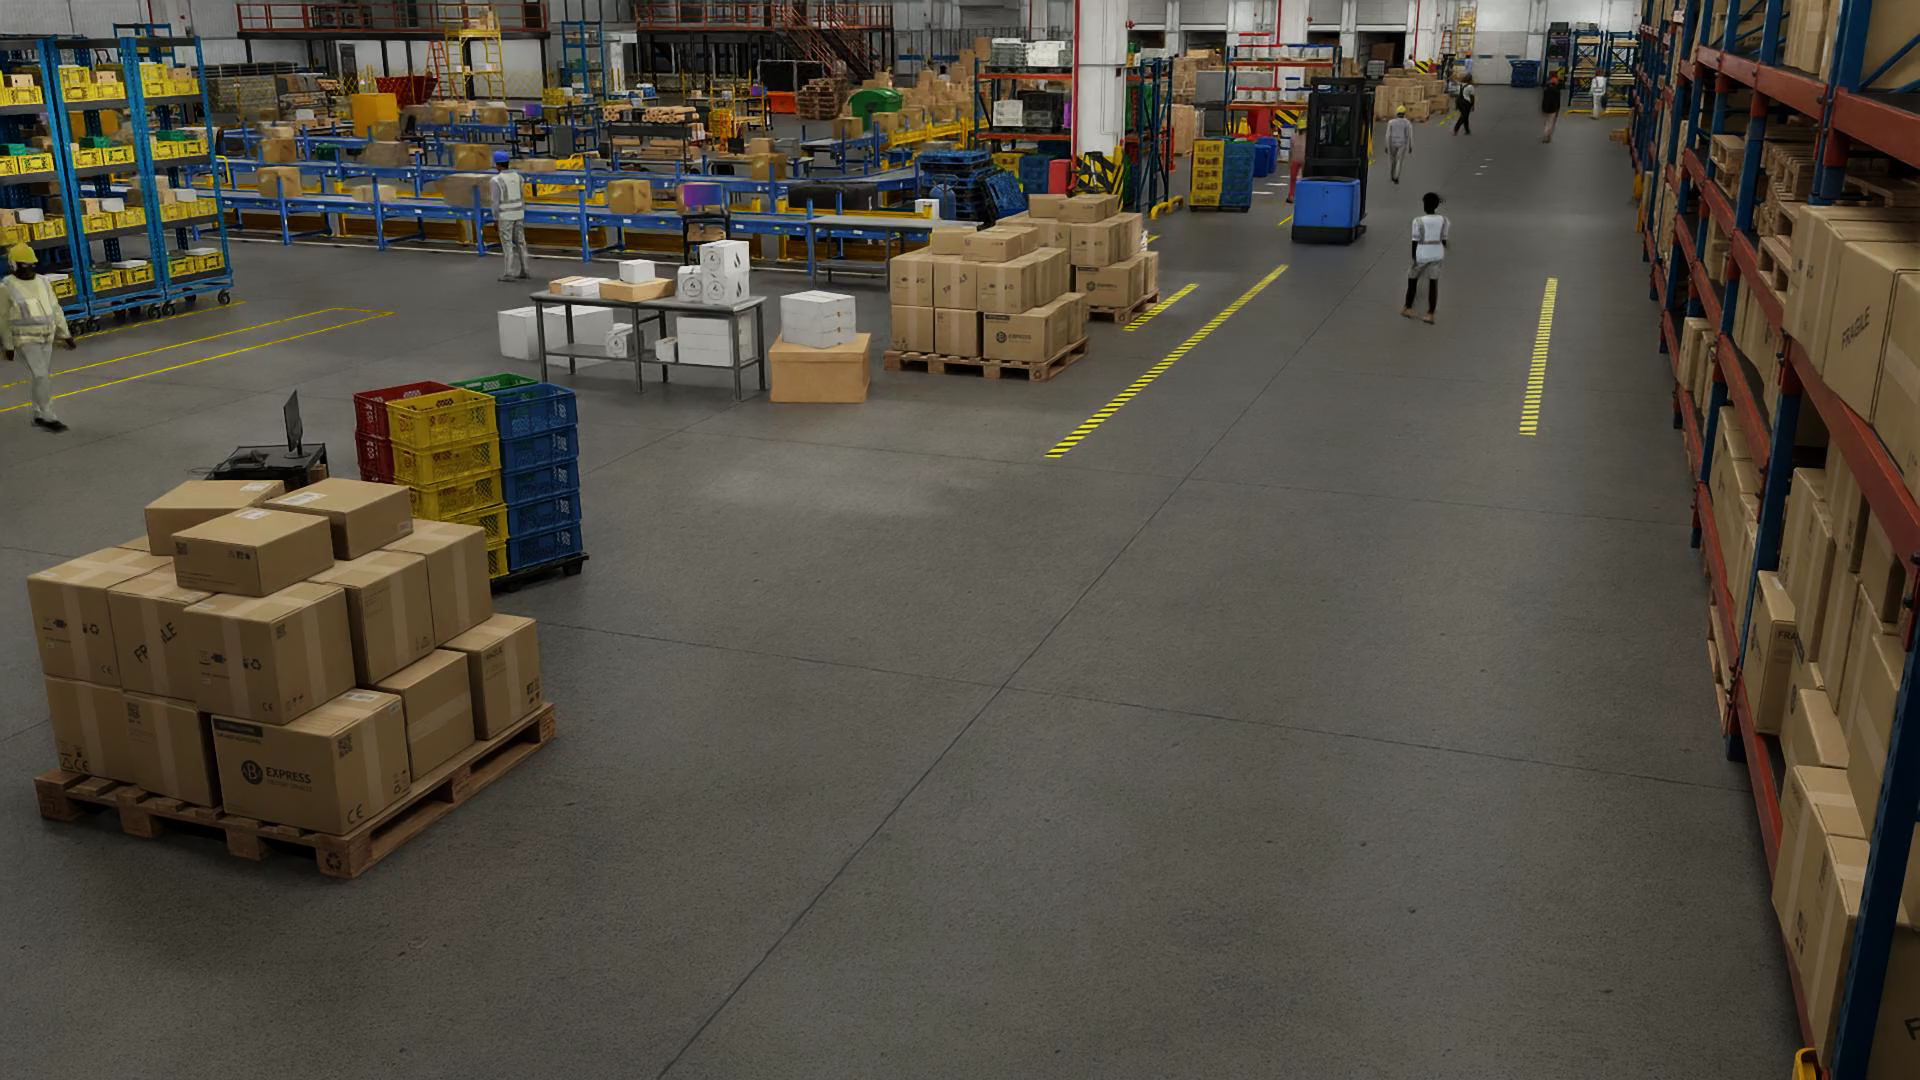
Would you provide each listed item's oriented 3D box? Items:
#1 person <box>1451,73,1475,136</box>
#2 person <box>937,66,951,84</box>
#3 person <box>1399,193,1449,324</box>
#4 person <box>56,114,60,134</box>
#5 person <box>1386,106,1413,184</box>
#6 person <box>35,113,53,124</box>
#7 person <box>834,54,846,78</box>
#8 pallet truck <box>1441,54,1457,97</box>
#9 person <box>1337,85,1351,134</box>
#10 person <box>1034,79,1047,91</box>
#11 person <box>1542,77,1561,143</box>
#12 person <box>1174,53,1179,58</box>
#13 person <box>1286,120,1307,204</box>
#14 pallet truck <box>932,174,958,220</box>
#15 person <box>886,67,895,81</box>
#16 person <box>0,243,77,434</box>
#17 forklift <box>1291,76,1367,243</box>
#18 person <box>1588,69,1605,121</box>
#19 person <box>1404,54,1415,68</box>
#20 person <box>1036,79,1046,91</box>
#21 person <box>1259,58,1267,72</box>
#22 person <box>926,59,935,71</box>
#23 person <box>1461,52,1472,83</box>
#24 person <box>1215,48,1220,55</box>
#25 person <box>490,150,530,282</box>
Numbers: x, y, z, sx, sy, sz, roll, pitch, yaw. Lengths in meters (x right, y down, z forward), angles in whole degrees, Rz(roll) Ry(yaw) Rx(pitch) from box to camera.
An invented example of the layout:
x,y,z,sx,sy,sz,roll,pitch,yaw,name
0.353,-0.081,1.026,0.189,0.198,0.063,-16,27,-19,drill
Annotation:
x,y,z,sx,sy,sz,roll,pitch,yaw,name
16.375,-14.167,54.032,0.968,2.000,0.694,-7,19,-22,person
-0.626,-17.197,63.764,0.632,1.916,1.006,-6,19,-19,person
6.074,-3.695,21.738,0.543,1.666,0.803,-2,18,-5,person
-27.713,-13.163,51.190,0.646,1.859,1.013,-12,21,-33,person
10.337,-9.298,39.157,0.610,1.786,0.941,6,19,18,person
-25.847,-11.951,47.133,0.628,1.987,1.045,-9,20,-26,person
-6.021,-23.408,83.387,0.585,1.858,0.837,1,18,2,person
22.765,-21.886,78.355,0.823,1.965,1.885,-4,18,-14,pallet truck
12.682,-14.258,54.925,0.781,1.668,0.537,9,20,27,person
3.290,-18.392,67.475,0.551,1.936,0.356,7,19,22,person
18.112,-13.161,50.967,0.426,1.979,0.612,-17,24,-42,person
10.996,-23.819,84.682,0.429,1.843,0.633,-11,21,-31,person
7.125,-7.909,34.874,0.538,1.719,0.905,8,19,23,person
-0.507,-5.292,27.348,0.653,1.274,1.630,6,19,19,pallet truck
-2.859,-18.637,68.590,0.898,1.726,0.523,7,19,21,person
-8.803,-1.937,15.975,0.712,1.804,0.609,5,18,15,person
6.598,-6.755,29.381,1.129,2.768,1.873,6,19,19,forklift
23.611,-16.560,61.849,0.623,1.850,0.843,-7,19,-21,person
21.523,-22.275,79.672,0.354,1.938,0.636,-10,20,-28,person
3.062,-17.088,63.513,0.419,1.853,0.548,12,21,34,person
16.222,-25.197,89.013,0.429,1.841,0.633,7,19,22,person
-1.353,-20.605,74.579,0.345,1.846,0.506,13,22,36,person
25.830,-23.947,84.957,0.582,1.914,0.707,-14,23,-38,person
14.489,-26.957,94.445,0.645,1.910,0.422,6,19,19,person
-6.770,-4.849,24.930,0.425,1.938,0.603,11,20,30,person
